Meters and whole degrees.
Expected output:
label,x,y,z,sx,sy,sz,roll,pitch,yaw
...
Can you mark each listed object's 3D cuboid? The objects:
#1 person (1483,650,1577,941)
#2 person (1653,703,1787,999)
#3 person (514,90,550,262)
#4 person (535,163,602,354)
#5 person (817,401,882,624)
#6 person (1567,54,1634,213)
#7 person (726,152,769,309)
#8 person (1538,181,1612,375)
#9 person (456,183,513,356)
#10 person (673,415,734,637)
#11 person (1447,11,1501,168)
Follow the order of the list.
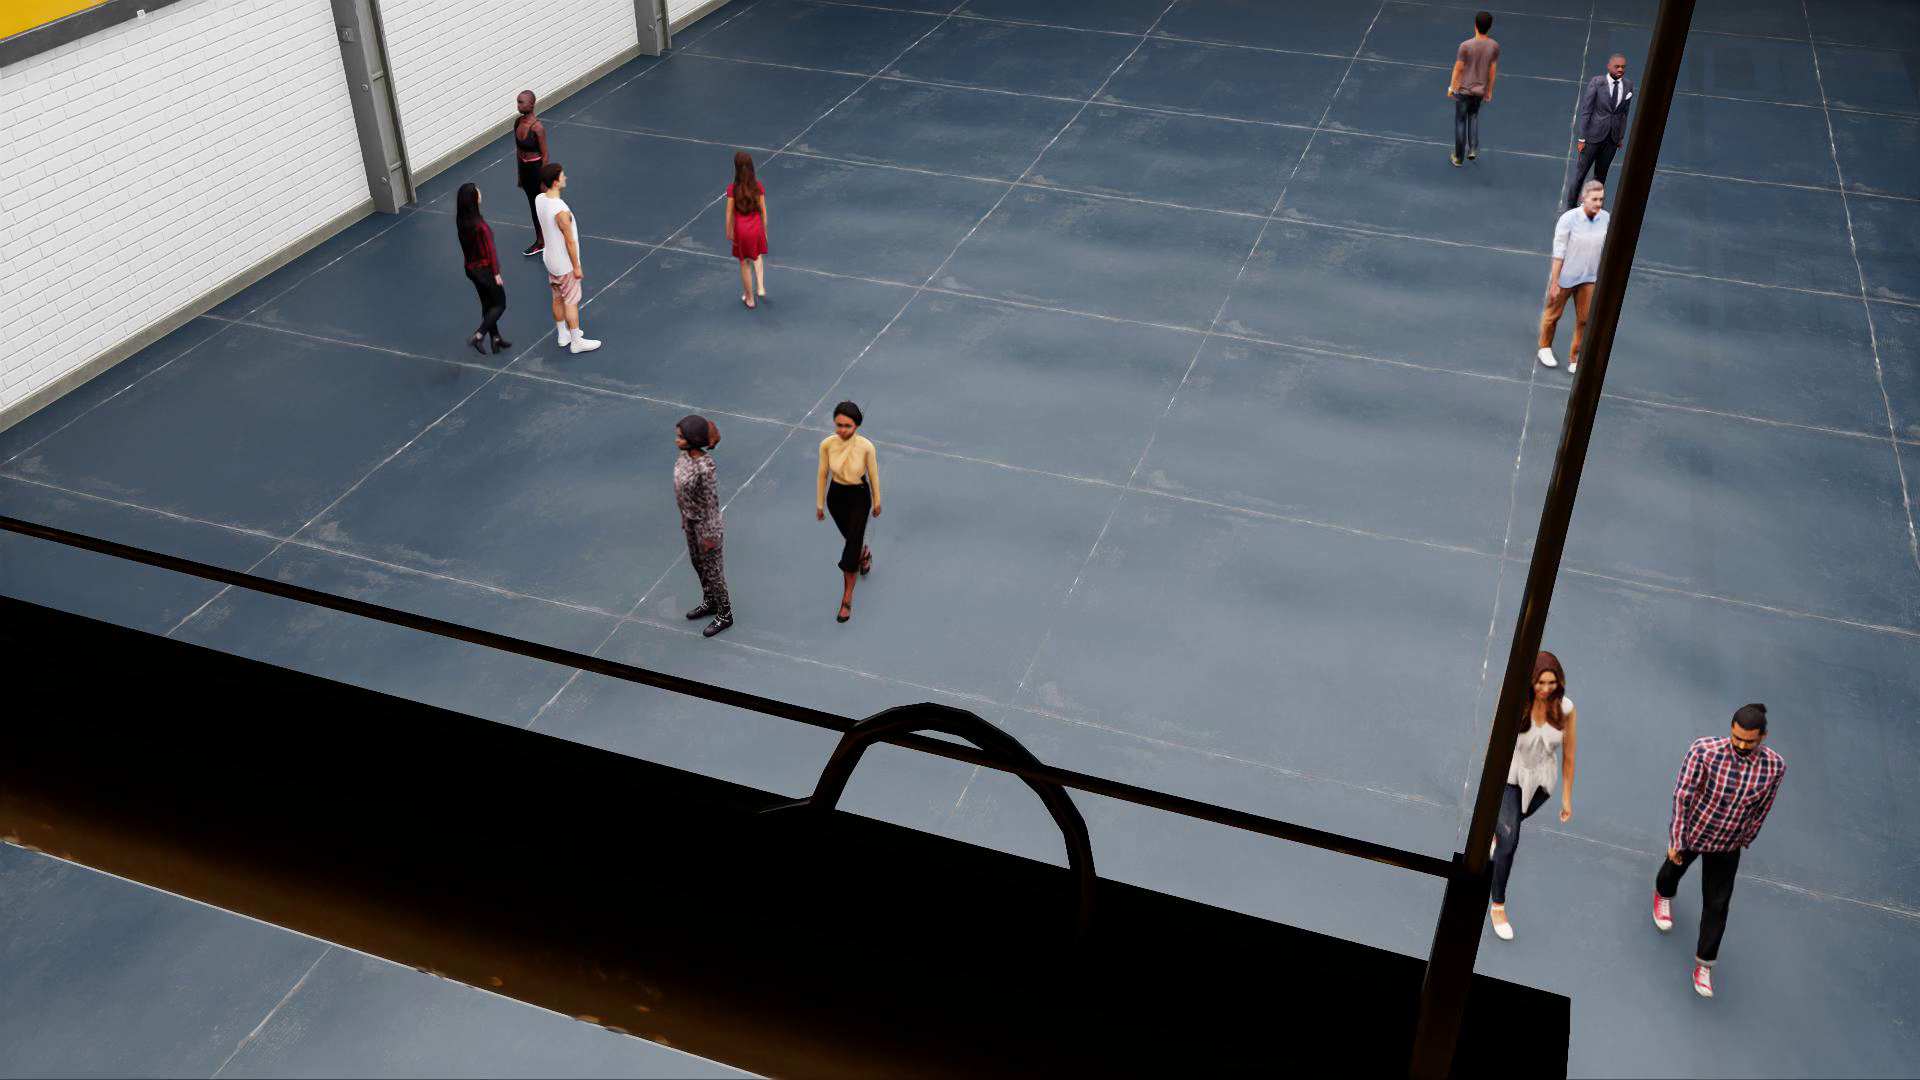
label,x,y,z,sx,sy,sz,roll,pitch,yaw
person,3.188,1.307,9.447,0.833,1.741,1.207,1,34,2
person,4.079,1.550,9.104,0.708,1.716,1.110,8,35,12
person,-4.331,-3.746,17.034,0.642,1.757,0.622,22,40,30
person,-3.667,-2.582,15.254,0.747,1.788,0.733,-25,41,-33
person,-0.773,-0.278,11.946,0.664,1.613,1.047,8,34,11
person,6.856,-4.307,17.818,0.783,1.824,0.776,-4,34,-6
person,-2.031,-2.960,16.047,0.694,1.540,0.755,-13,36,-19
person,5.487,-2.403,14.970,0.942,1.805,1.043,-5,34,-7
person,-4.395,-2.410,15.126,0.713,1.644,0.815,23,40,31
person,-1.794,-0.108,11.599,0.717,1.713,0.676,-20,39,-28
person,5.913,-5.147,19.130,0.745,1.769,0.765,-3,34,-5
